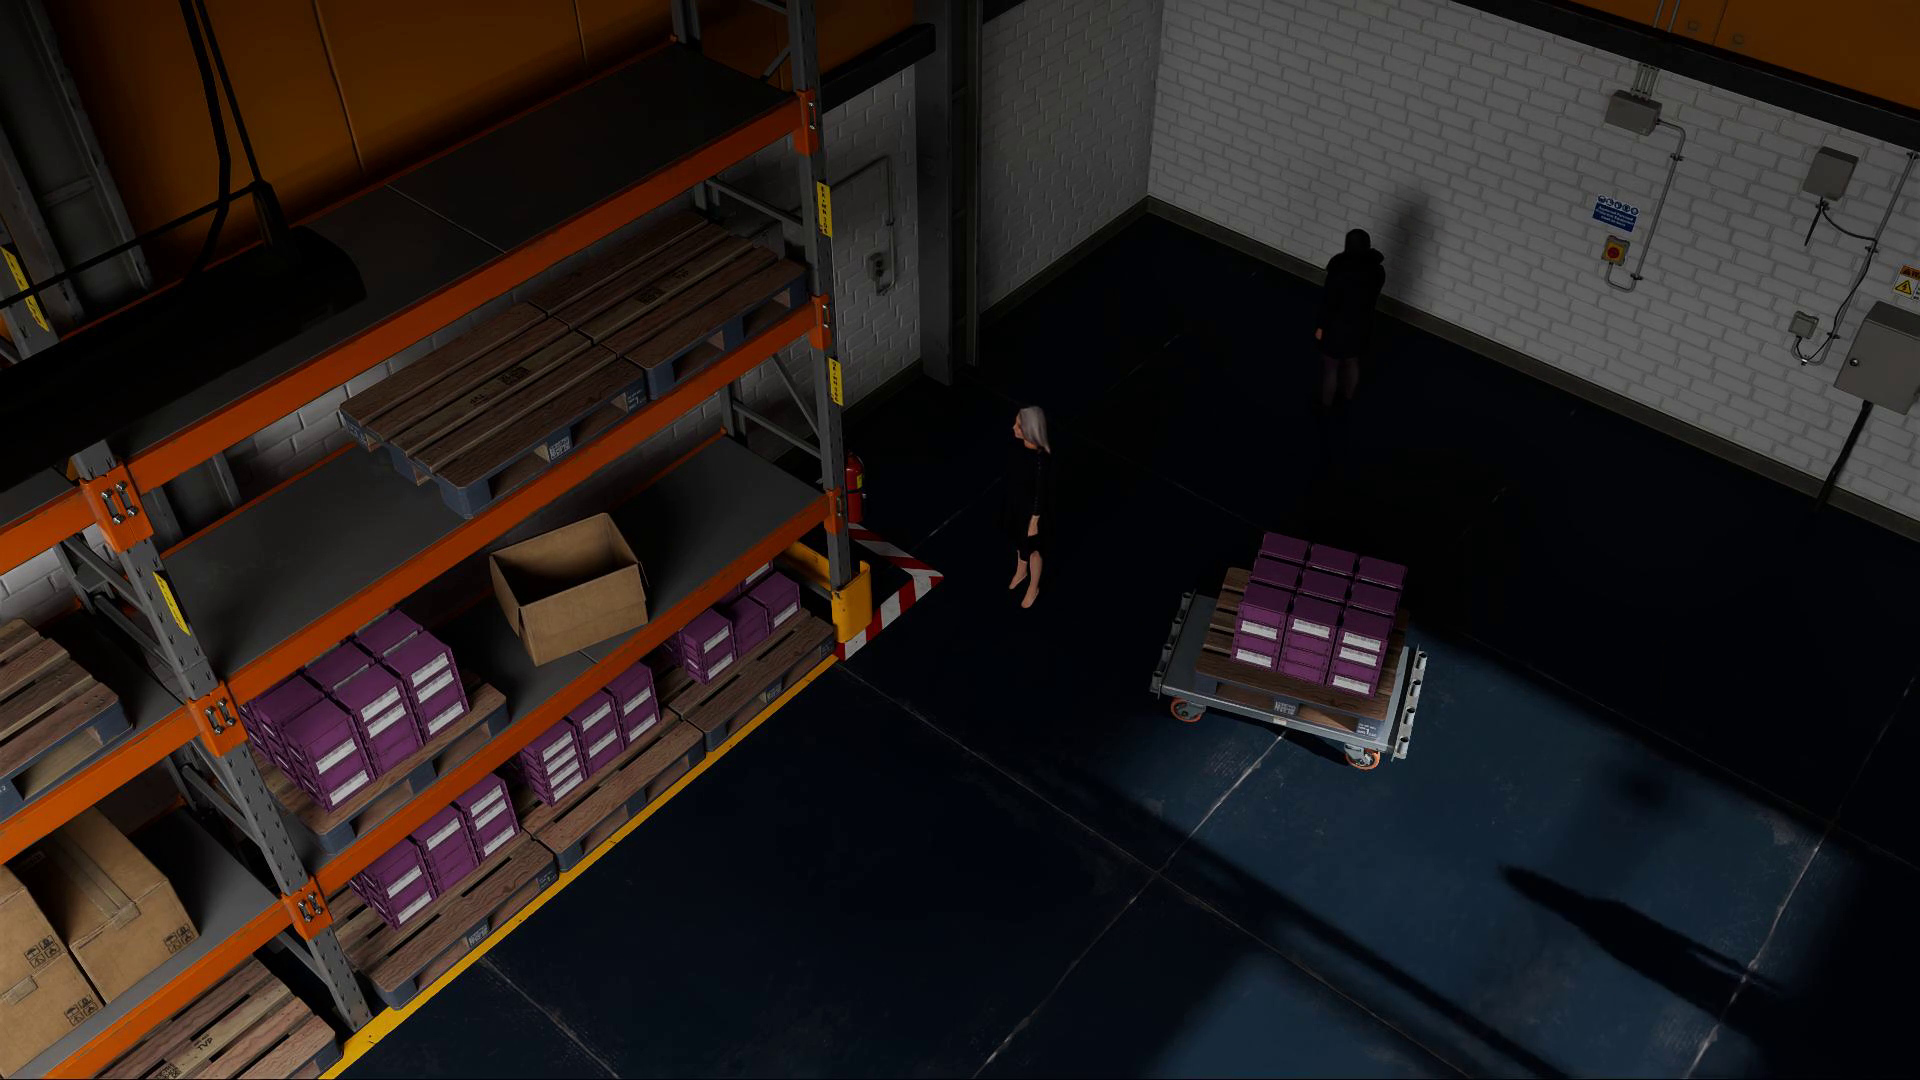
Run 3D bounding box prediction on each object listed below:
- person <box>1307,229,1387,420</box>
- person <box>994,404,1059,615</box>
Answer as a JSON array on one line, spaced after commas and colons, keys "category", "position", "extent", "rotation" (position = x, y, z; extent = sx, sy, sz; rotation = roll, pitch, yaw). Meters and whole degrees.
[{"category": "person", "position": [2.952, -1.650, 12.710], "extent": [0.739, 1.673, 0.839], "rotation": [-16, 46, -16]}, {"category": "person", "position": [0.441, -0.215, 11.150], "extent": [0.708, 1.746, 0.697], "rotation": [-16, 46, -17]}]
